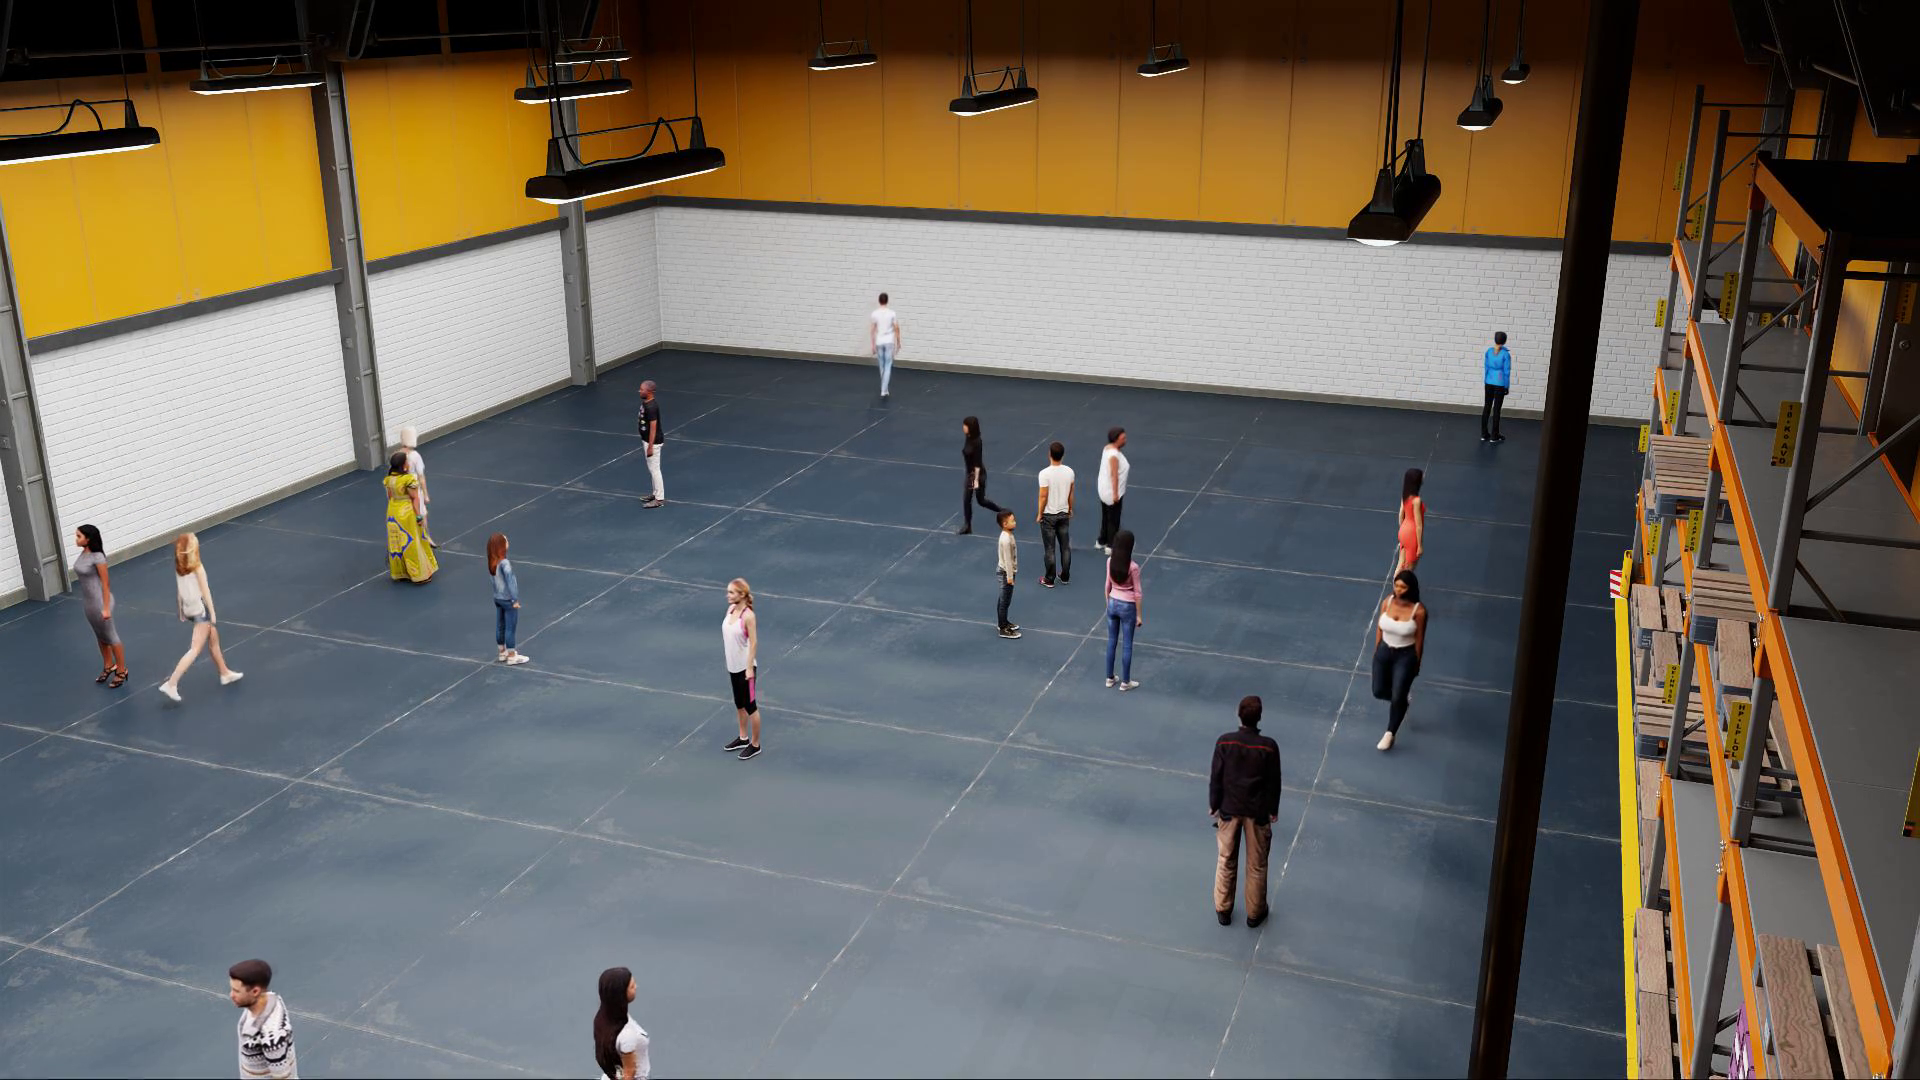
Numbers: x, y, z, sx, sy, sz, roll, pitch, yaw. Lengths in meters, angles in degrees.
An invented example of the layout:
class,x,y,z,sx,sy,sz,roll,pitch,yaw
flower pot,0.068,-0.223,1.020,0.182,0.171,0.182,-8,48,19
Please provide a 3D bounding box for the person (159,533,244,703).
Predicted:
class,x,y,z,sx,sy,sz,roll,pitch,yaw
person,-7.939,0.819,17.125,0.760,1.716,1.201,12,22,32

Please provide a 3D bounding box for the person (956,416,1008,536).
class,x,y,z,sx,sy,sz,roll,pitch,yaw
person,0.277,-0.858,22.259,1.053,1.619,0.923,-12,22,-31

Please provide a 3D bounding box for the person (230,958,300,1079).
class,x,y,z,sx,sy,sz,roll,pitch,yaw
person,-3.978,3.249,9.685,0.804,1.860,0.761,-10,21,-27

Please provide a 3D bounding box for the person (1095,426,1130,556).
class,x,y,z,sx,sy,sz,roll,pitch,yaw
person,1.975,-0.663,21.547,0.815,1.702,0.693,-1,19,-4

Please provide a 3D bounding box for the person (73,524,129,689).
class,x,y,z,sx,sy,sz,roll,pitch,yaw
person,-9.015,0.681,17.432,0.641,1.781,0.626,14,23,36

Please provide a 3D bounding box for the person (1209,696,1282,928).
class,x,y,z,sx,sy,sz,roll,pitch,yaw
person,2.211,2.109,12.968,0.728,1.925,0.621,4,19,13

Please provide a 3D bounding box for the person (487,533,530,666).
class,x,y,z,sx,sy,sz,roll,pitch,yaw
person,-4.949,0.629,18.062,0.633,1.477,0.633,-18,25,-42

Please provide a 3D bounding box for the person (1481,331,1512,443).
class,x,y,z,sx,sy,sz,roll,pitch,yaw
person,8.629,-2.479,26.793,0.703,1.795,0.693,-13,23,-35

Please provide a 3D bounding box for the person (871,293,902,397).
class,x,y,z,sx,sy,sz,roll,pitch,yaw
person,-1.339,-3.440,29.633,0.744,1.805,1.235,4,19,12

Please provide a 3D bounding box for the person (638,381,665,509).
class,x,y,z,sx,sy,sz,roll,pitch,yaw
person,-4.346,-1.374,23.498,0.819,1.805,0.730,-5,19,-14

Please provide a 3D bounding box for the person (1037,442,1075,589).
class,x,y,z,sx,sy,sz,roll,pitch,yaw
person,1.168,-0.322,20.376,0.700,1.803,0.771,-9,21,-26

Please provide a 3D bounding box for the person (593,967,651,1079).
class,x,y,z,sx,sy,sz,roll,pitch,yaw
person,-2.033,3.318,9.663,1.157,1.743,1.005,-12,22,-33

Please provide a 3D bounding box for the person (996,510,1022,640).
class,x,y,z,sx,sy,sz,roll,pitch,yaw
person,0.523,0.368,18.858,0.671,1.465,0.550,0,19,0

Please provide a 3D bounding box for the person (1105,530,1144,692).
class,x,y,z,sx,sy,sz,roll,pitch,yaw
person,1.689,0.717,17.386,0.638,1.742,0.605,14,23,35

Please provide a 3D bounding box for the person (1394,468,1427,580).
class,x,y,z,sx,sy,sz,roll,pitch,yaw
person,5.308,-0.019,19.609,0.733,1.719,0.629,-4,19,-12

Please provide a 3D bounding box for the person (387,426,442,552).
class,x,y,z,sx,sy,sz,roll,pitch,yaw
person,-7.047,-0.569,21.241,0.799,1.720,1.136,14,23,36

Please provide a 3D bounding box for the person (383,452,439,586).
class,x,y,z,sx,sy,sz,roll,pitch,yaw
person,-6.828,-0.280,20.479,0.896,1.659,0.827,10,21,27

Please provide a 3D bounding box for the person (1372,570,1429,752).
class,x,y,z,sx,sy,sz,roll,pitch,yaw
person,4.268,1.129,16.083,0.849,1.793,1.039,15,24,38

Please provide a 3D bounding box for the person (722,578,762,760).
class,x,y,z,sx,sy,sz,roll,pitch,yaw
person,-2.071,1.204,15.870,0.691,1.788,0.684,-15,23,-37
